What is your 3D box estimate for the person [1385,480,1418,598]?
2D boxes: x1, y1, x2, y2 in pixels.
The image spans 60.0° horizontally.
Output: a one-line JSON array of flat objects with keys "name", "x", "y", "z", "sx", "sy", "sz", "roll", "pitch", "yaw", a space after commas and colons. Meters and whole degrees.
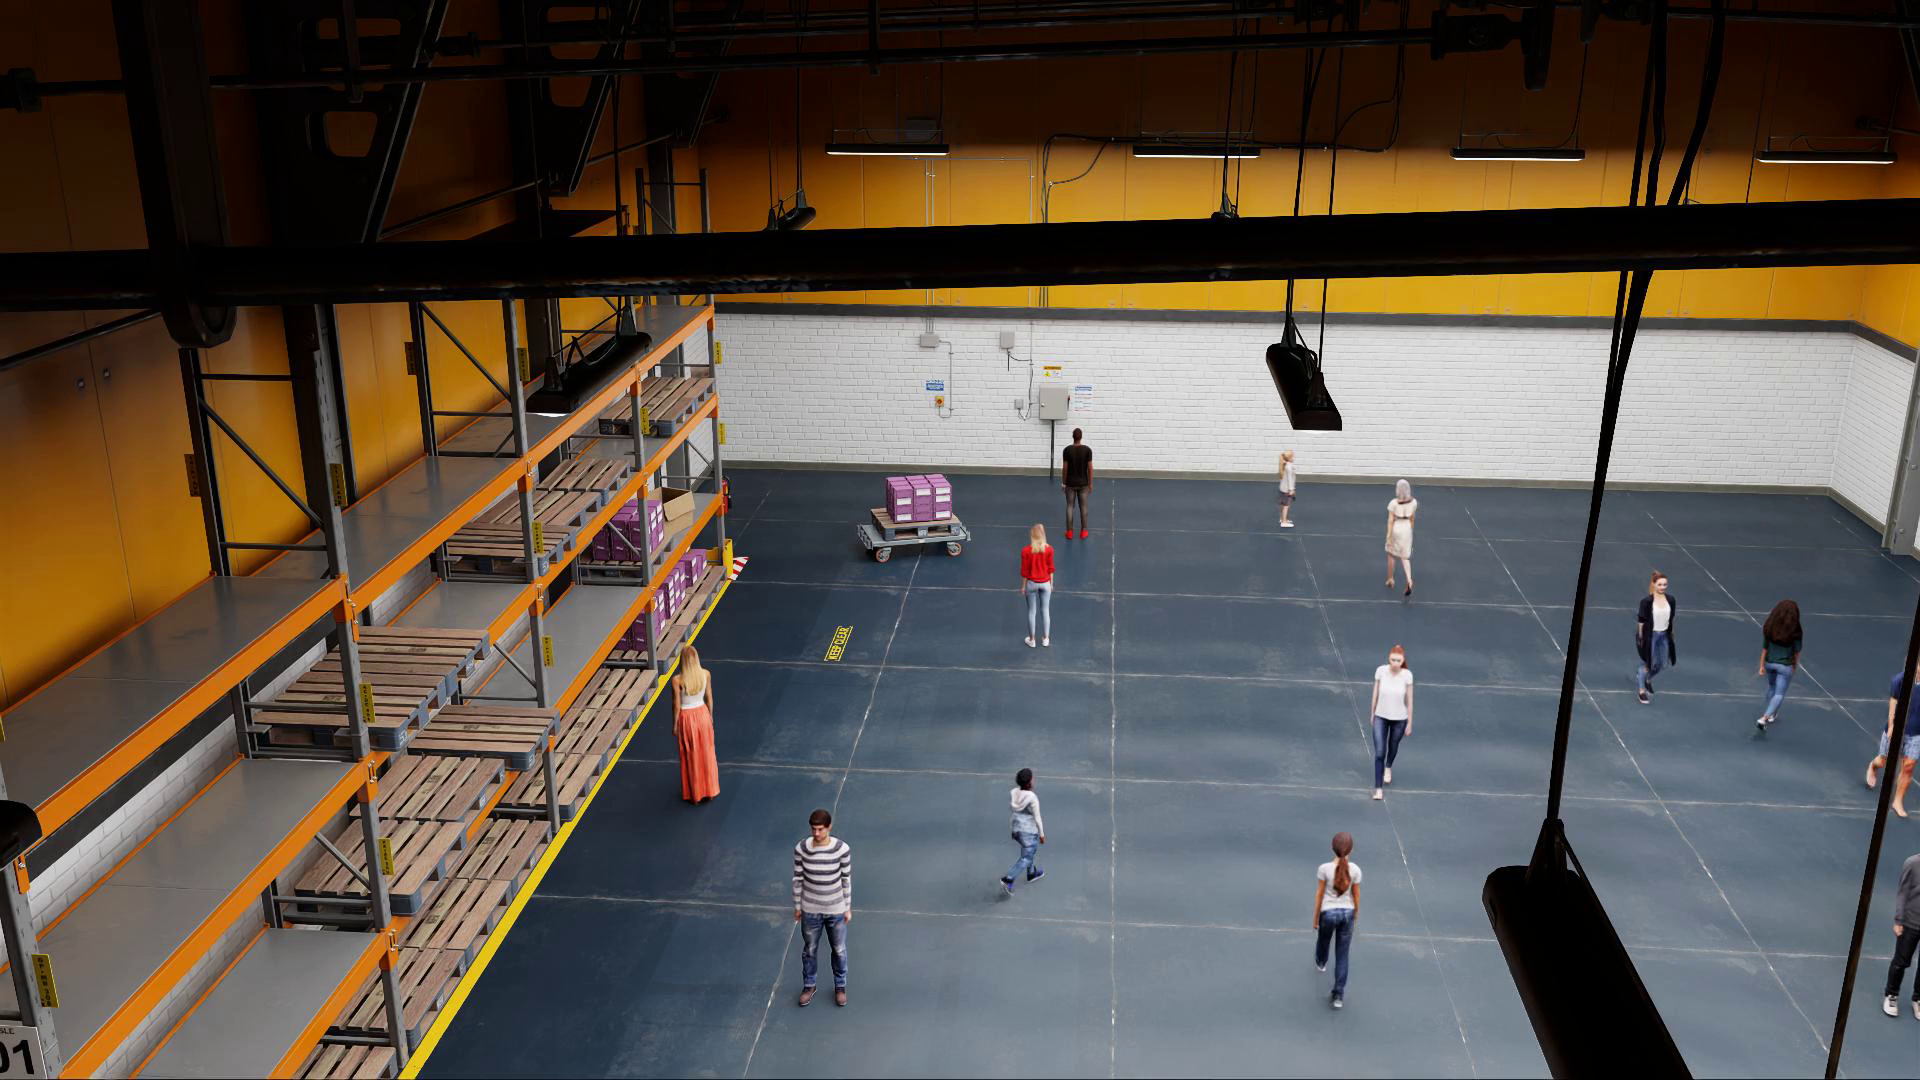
[{"name": "person", "x": 6.373, "y": 0.006, "z": 23.908, "sx": 0.744, "sy": 1.708, "sz": 1.163, "roll": -2, "pitch": 19, "yaw": -6}]

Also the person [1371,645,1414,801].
[{"name": "person", "x": 4.715, "y": 1.951, "z": 18.167, "sx": 0.778, "sy": 1.686, "sz": 1.193, "roll": 6, "pitch": 19, "yaw": 17}]

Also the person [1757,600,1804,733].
[{"name": "person", "x": 9.656, "y": 1.512, "z": 19.621, "sx": 0.984, "sy": 1.590, "sz": 1.093, "roll": 17, "pitch": 25, "yaw": 42}]

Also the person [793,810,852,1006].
[{"name": "person", "x": -1.174, "y": 3.149, "z": 14.351, "sx": 0.656, "sy": 1.852, "sz": 0.523, "roll": 1, "pitch": 19, "yaw": 2}]

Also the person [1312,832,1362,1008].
[{"name": "person", "x": 3.279, "y": 3.303, "z": 14.412, "sx": 0.581, "sy": 1.520, "sz": 1.024, "roll": 2, "pitch": 19, "yaw": 7}]

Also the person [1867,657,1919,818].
[{"name": "person", "x": 10.075, "y": 1.994, "z": 17.824, "sx": 0.668, "sy": 1.823, "sz": 1.038, "roll": 3, "pitch": 19, "yaw": 9}]

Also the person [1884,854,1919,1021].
[{"name": "person", "x": 8.218, "y": 3.254, "z": 14.180, "sx": 0.642, "sy": 1.761, "sz": 0.581, "roll": 5, "pitch": 19, "yaw": 13}]

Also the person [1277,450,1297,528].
[{"name": "person", "x": 5.326, "y": -0.849, "z": 27.124, "sx": 0.585, "sy": 1.277, "sz": 0.485, "roll": 0, "pitch": 19, "yaw": -1}]

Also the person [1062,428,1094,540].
[{"name": "person", "x": 1.861, "y": -0.908, "z": 26.471, "sx": 0.644, "sy": 1.805, "sz": 0.520, "roll": 1, "pitch": 19, "yaw": 3}]

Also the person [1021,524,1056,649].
[{"name": "person", "x": 1.035, "y": 0.601, "z": 22.146, "sx": 0.665, "sy": 1.704, "sz": 0.595, "roll": -3, "pitch": 19, "yaw": -9}]

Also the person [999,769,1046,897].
[{"name": "person", "x": 0.597, "y": 2.847, "z": 16.203, "sx": 0.881, "sy": 1.241, "sz": 0.813, "roll": -15, "pitch": 24, "yaw": -37}]

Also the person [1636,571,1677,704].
[{"name": "person", "x": 8.511, "y": 1.172, "z": 20.494, "sx": 0.691, "sy": 1.678, "sz": 0.722, "roll": -1, "pitch": 19, "yaw": -4}]

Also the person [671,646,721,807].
[{"name": "person", "x": -2.864, "y": 1.982, "z": 17.892, "sx": 0.731, "sy": 1.801, "sz": 0.763, "roll": -11, "pitch": 21, "yaw": -29}]
